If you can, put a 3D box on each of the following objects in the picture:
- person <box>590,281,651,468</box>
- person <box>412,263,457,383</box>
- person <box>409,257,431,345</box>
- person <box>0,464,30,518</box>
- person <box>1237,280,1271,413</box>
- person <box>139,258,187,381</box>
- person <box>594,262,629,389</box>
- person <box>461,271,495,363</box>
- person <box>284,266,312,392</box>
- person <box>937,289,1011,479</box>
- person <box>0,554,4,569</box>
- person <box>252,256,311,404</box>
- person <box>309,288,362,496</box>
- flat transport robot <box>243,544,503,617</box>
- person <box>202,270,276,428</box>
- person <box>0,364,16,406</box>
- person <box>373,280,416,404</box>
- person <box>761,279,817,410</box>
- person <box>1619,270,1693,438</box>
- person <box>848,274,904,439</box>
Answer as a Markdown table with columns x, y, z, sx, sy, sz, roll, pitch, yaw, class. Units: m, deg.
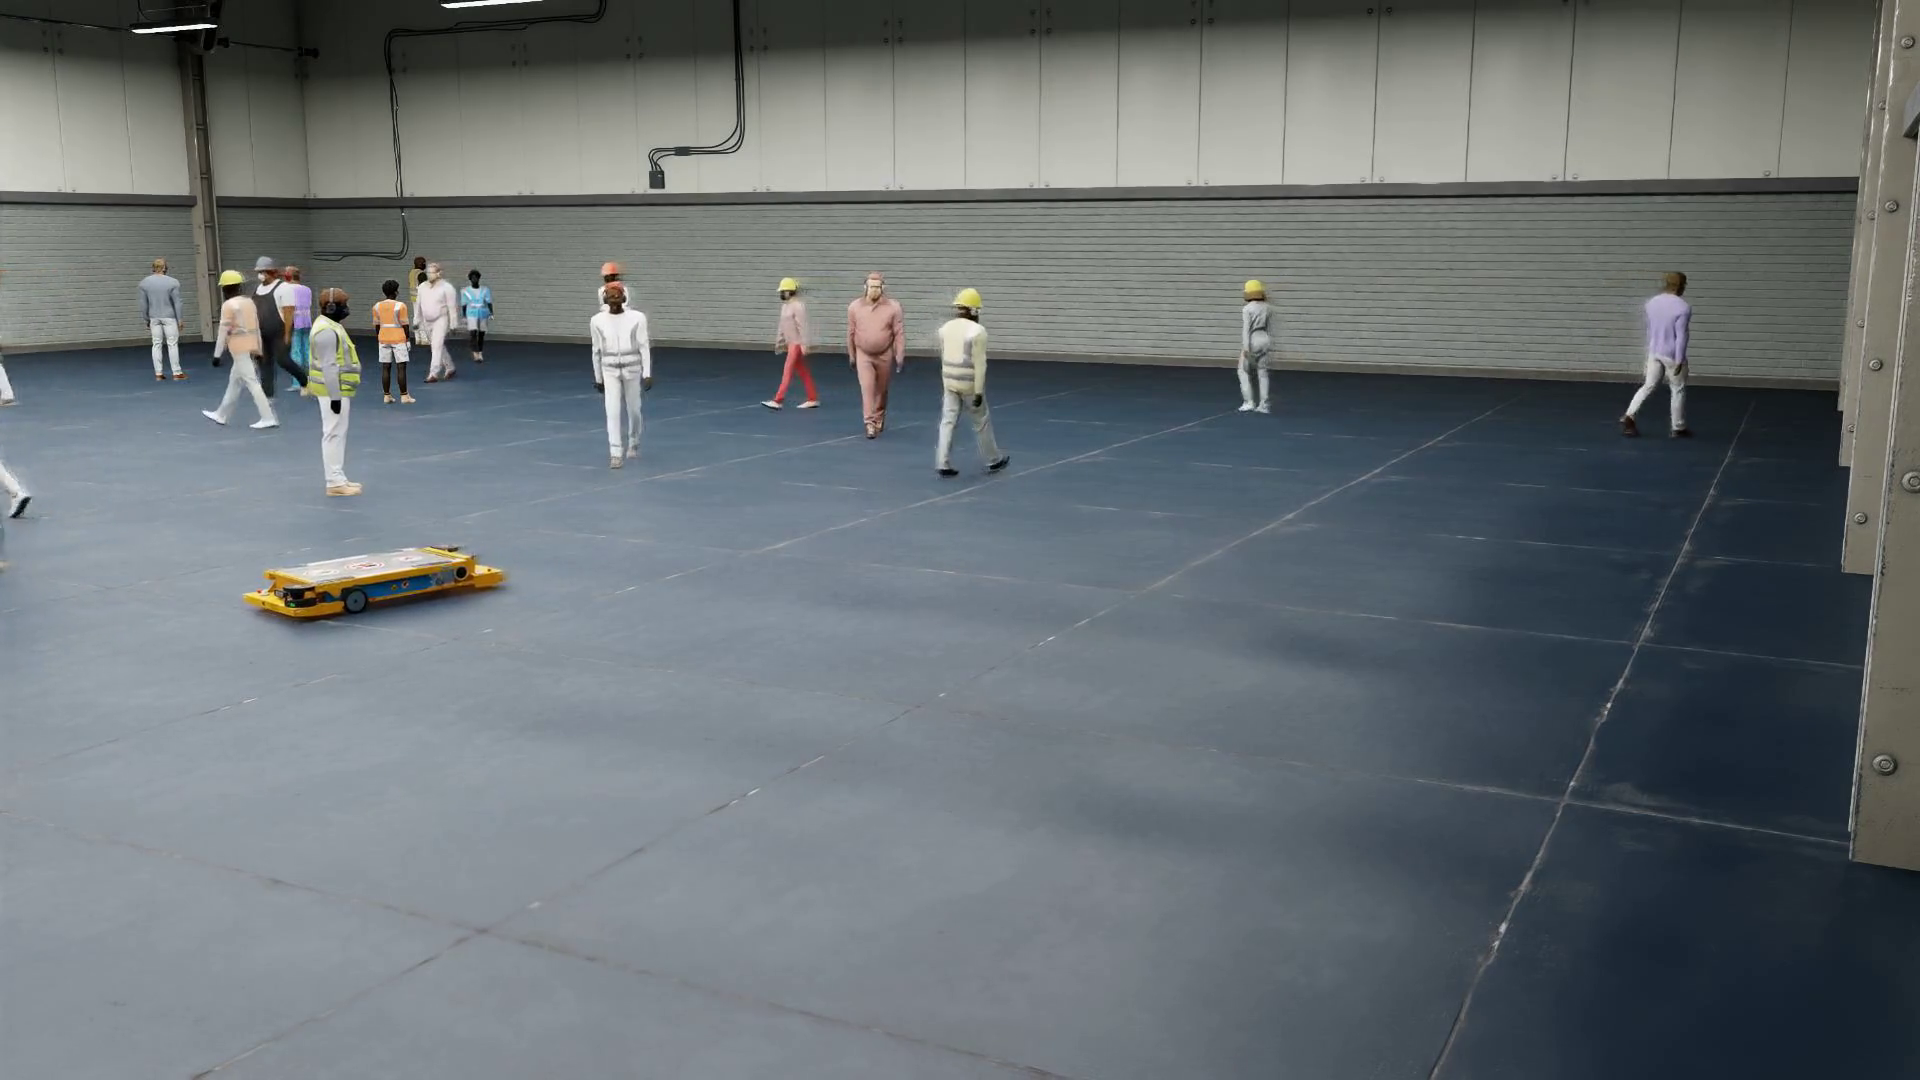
| x | y | z | sx | sy | sz | roll | pitch | yaw | class |
| --- | --- | --- | --- | --- | --- | --- | --- | --- | --- |
| -3.401 | -1.680 | 16.743 | 0.588 | 1.856 | 0.914 | -1 | 10 | -7 | person |
| -8.267 | -3.443 | 26.321 | 0.651 | 1.862 | 0.986 | 4 | 11 | 22 | person |
| -11.327 | -5.025 | 34.990 | 0.430 | 1.845 | 0.619 | -8 | 13 | -38 | person |
| -7.990 | -0.950 | 13.404 | 0.793 | 1.609 | 0.508 | 1 | 10 | 7 | person |
| 3.821 | -2.505 | 21.579 | 0.516 | 1.723 | 0.503 | -7 | 12 | -32 | person |
| -12.617 | -3.481 | 26.327 | 0.628 | 1.932 | 0.375 | 0 | 10 | -3 | person |
| -5.228 | -3.254 | 25.208 | 0.556 | 1.895 | 0.972 | 4 | 11 | 23 | person |
| -8.713 | -4.028 | 30.061 | 0.539 | 1.646 | 0.867 | -5 | 12 | -27 | person |
| -9.730 | -3.094 | 24.445 | 0.374 | 1.843 | 0.574 | 4 | 11 | 20 | person |
| 0.100 | -1.489 | 15.858 | 0.598 | 1.782 | 0.903 | 8 | 13 | 38 | person |
| -6.822 | -0.681 | 11.021 | 0.596 | 1.943 | 0.917 | 4 | 11 | 20 | person |
| -9.345 | -2.884 | 22.769 | 0.682 | 2.000 | 0.768 | 4 | 11 | 21 | person |
| -5.518 | -1.303 | 14.726 | 0.430 | 1.837 | 0.630 | -3 | 11 | -16 | person |
| -3.702 | 0.242 | 10.552 | 0.652 | 0.197 | 1.431 | 9 | 14 | 41 | flat transport robot |
| -8.662 | -2.263 | 19.838 | 1.012 | 1.871 | 0.610 | 1 | 10 | 4 | person |
| -13.128 | -2.665 | 22.127 | 0.950 | 1.841 | 0.599 | -9 | 14 | -41 | person |
| -7.720 | -2.693 | 22.674 | 0.532 | 1.695 | 0.319 | 2 | 11 | 13 | person |
| -2.268 | -2.569 | 21.923 | 0.893 | 1.718 | 0.545 | -5 | 12 | -27 | person |
| 7.952 | -2.092 | 18.811 | 0.925 | 1.913 | 0.629 | -5 | 12 | -27 | person |
| -0.969 | -2.129 | 19.157 | 0.644 | 1.869 | 0.953 | -1 | 10 | -3 | person |
